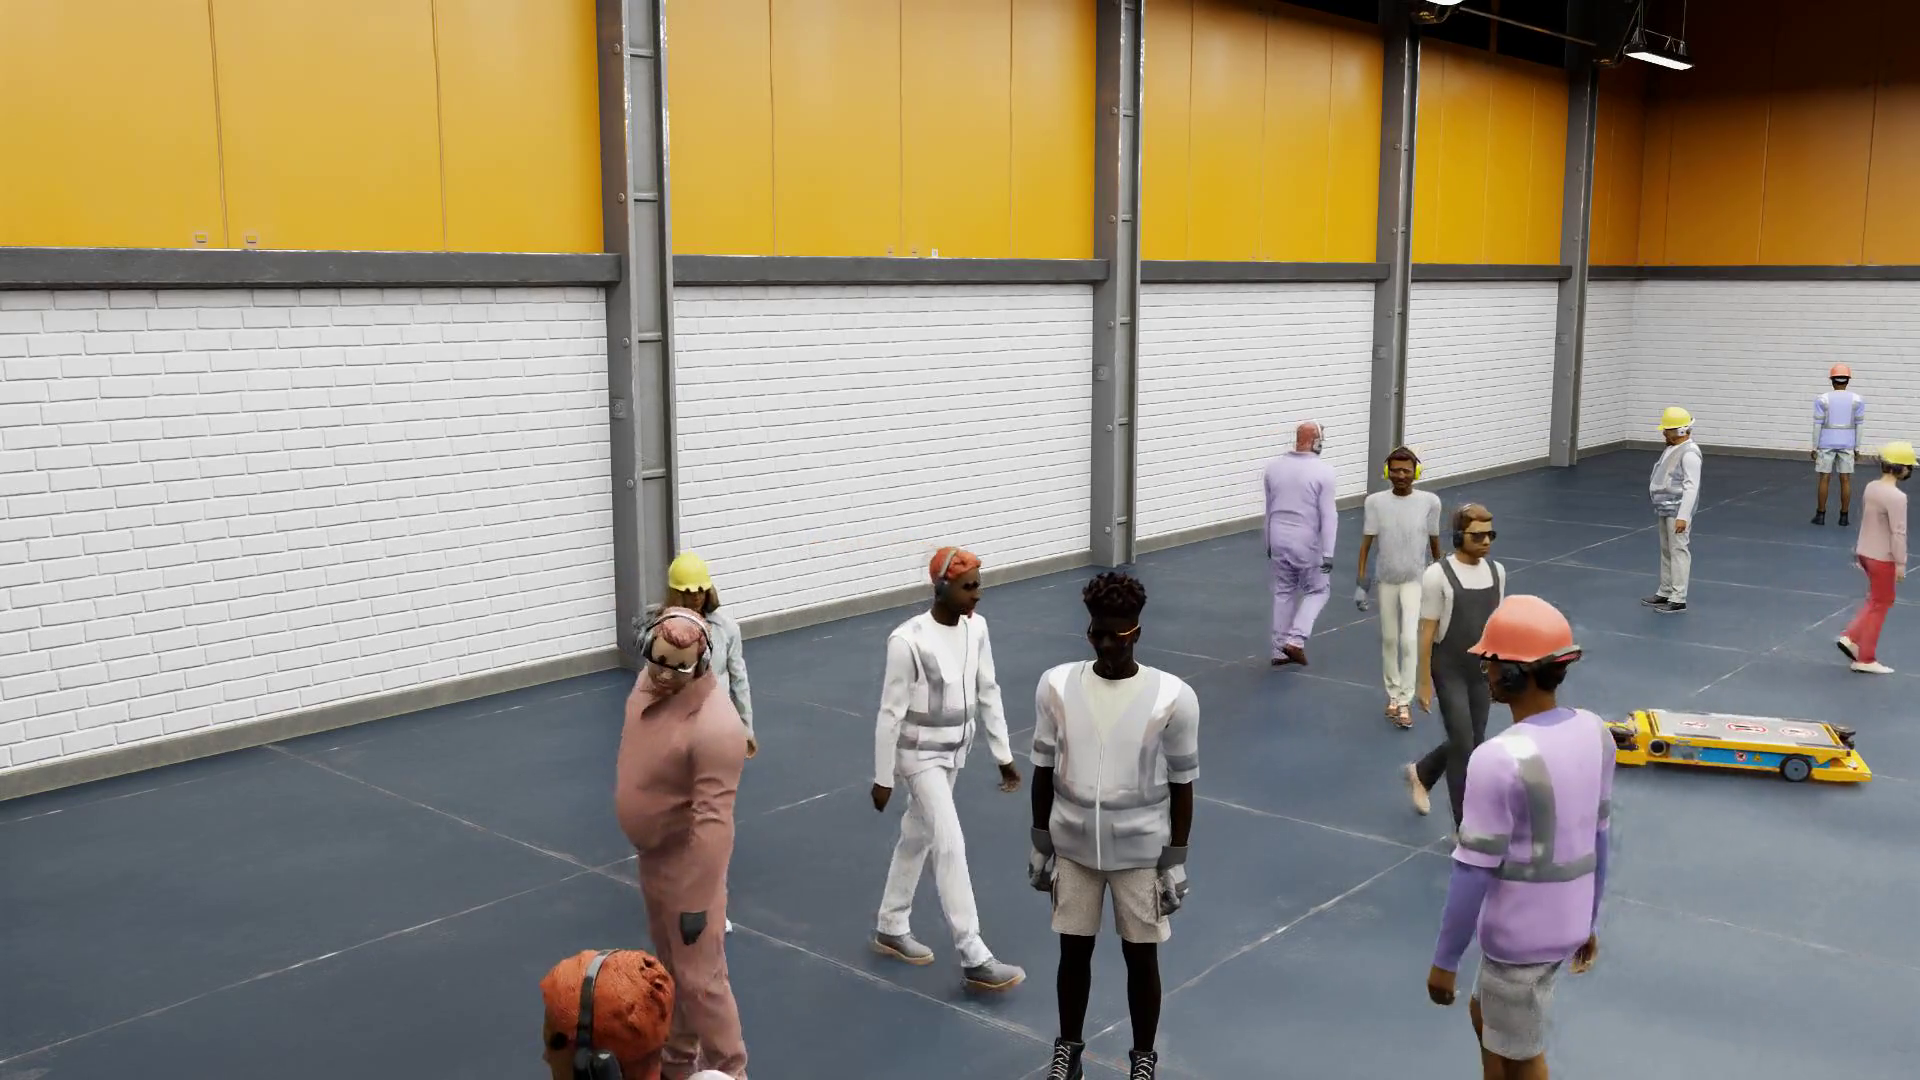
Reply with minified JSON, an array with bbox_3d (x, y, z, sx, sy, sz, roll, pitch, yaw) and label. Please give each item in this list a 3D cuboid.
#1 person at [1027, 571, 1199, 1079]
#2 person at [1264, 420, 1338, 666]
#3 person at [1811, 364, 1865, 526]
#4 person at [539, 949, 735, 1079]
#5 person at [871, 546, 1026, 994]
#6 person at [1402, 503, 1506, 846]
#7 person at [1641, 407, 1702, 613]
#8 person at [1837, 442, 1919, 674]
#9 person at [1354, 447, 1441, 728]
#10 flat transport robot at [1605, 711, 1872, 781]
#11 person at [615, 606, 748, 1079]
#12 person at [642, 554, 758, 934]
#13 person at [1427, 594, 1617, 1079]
[{"bbox_3d":[0.526,1.073,5.851,0.605,1.966,0.367,3,10,18],"label":"person"},{"bbox_3d":[2.582,0.038,12.607,0.417,1.886,0.689,-9,12,-43],"label":"person"},{"bbox_3d":[10.428,-1.131,19.802,0.543,1.932,0.365,3,10,19],"label":"person"},{"bbox_3d":[-0.598,1.591,2.924,0.717,1.859,0.589,4,10,26],"label":"person"},{"bbox_3d":[-0.013,0.950,6.993,0.941,1.839,0.577,6,11,32],"label":"person"},{"bbox_3d":[2.593,0.692,8.737,0.510,1.823,0.763,-4,10,-23],"label":"person"},{"bbox_3d":[6.305,-0.265,14.708,0.403,1.823,0.588,1,9,5],"label":"person"},{"bbox_3d":[6.892,0.136,12.393,0.371,1.750,0.557,1,9,4],"label":"person"},{"bbox_3d":[2.895,0.311,10.997,0.565,1.844,0.741,3,10,21],"label":"person"},{"bbox_3d":[4.703,1.235,10.143,1.431,0.197,0.652,3,9,18],"label":"flat transport robot"},{"bbox_3d":[-1.013,1.125,5.847,0.396,1.873,0.742,-5,11,-31],"label":"person"},{"bbox_3d":[-1.252,0.889,7.806,0.486,1.707,0.868,-6,11,-35],"label":"person"},{"bbox_3d":[1.631,1.163,5.094,0.632,2.024,0.689,-8,12,-41],"label":"person"}]
